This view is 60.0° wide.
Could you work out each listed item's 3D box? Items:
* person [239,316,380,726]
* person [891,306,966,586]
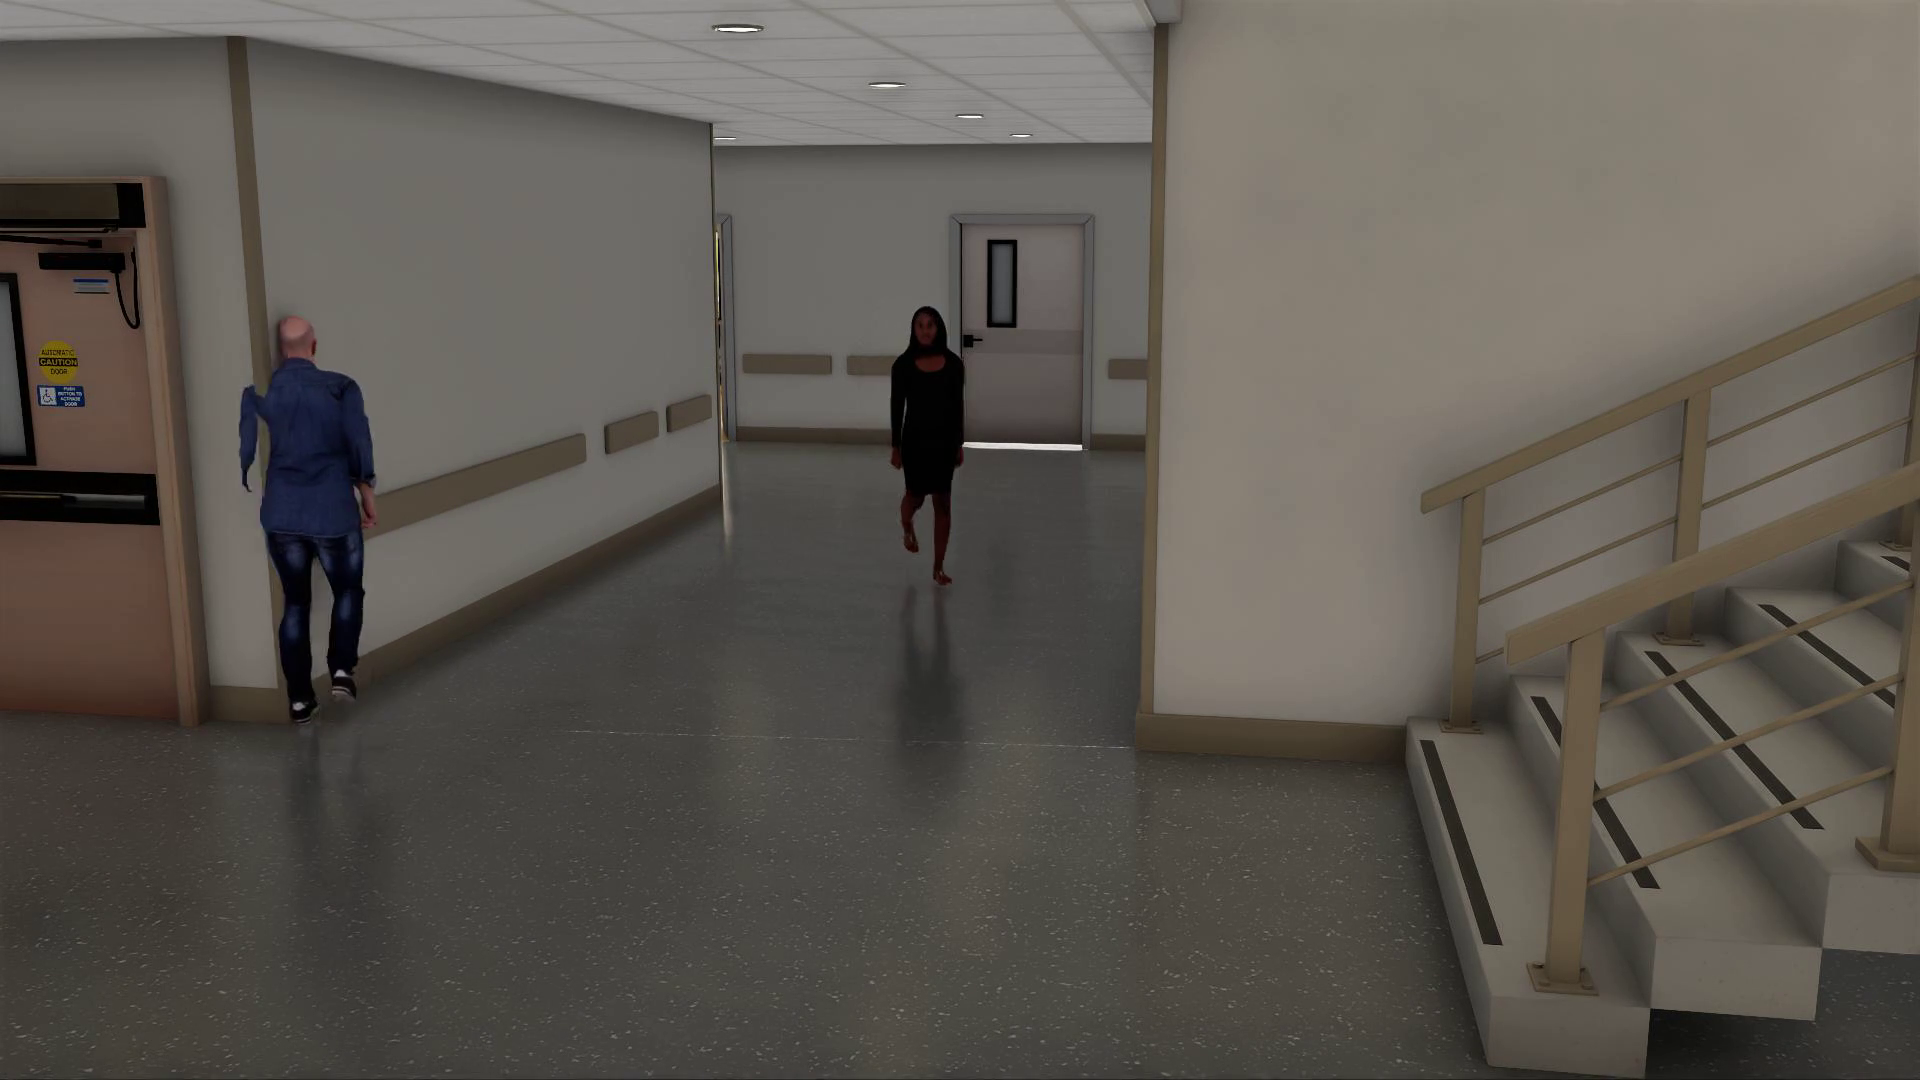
[{"bbox_3d":[-2.869,-0.066,7.361,0.774,1.804,0.924,-3,11,-16],"label":"person"},{"bbox_3d":[-0.217,-0.590,10.394,1.003,1.701,0.918,-3,11,-14],"label":"person"}]
